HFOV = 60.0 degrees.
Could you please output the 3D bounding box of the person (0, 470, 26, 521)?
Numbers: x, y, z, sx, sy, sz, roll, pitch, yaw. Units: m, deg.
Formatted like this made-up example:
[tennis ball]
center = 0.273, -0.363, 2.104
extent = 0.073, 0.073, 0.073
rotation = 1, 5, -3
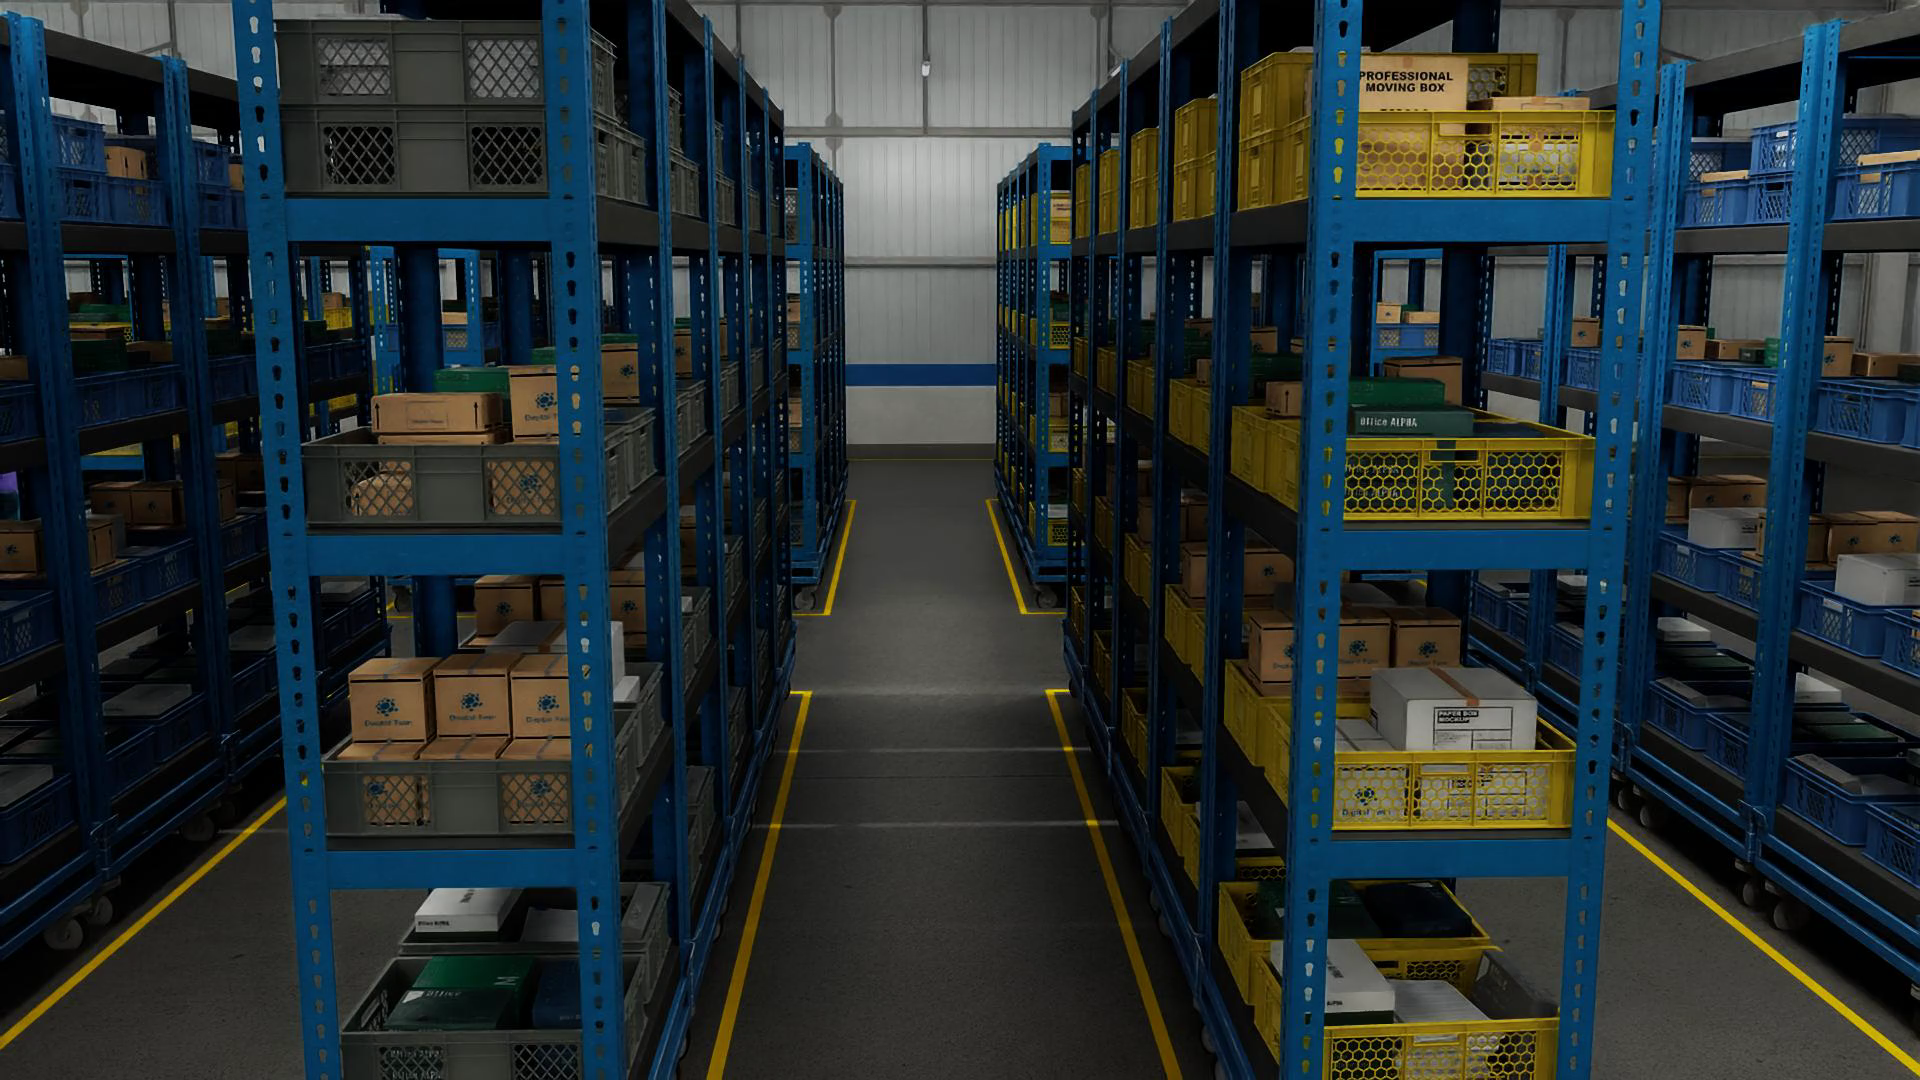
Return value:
[person]
center = -7.462, -0.371, 13.176
extent = 0.572, 1.808, 0.928
rotation = -1, 9, -5
